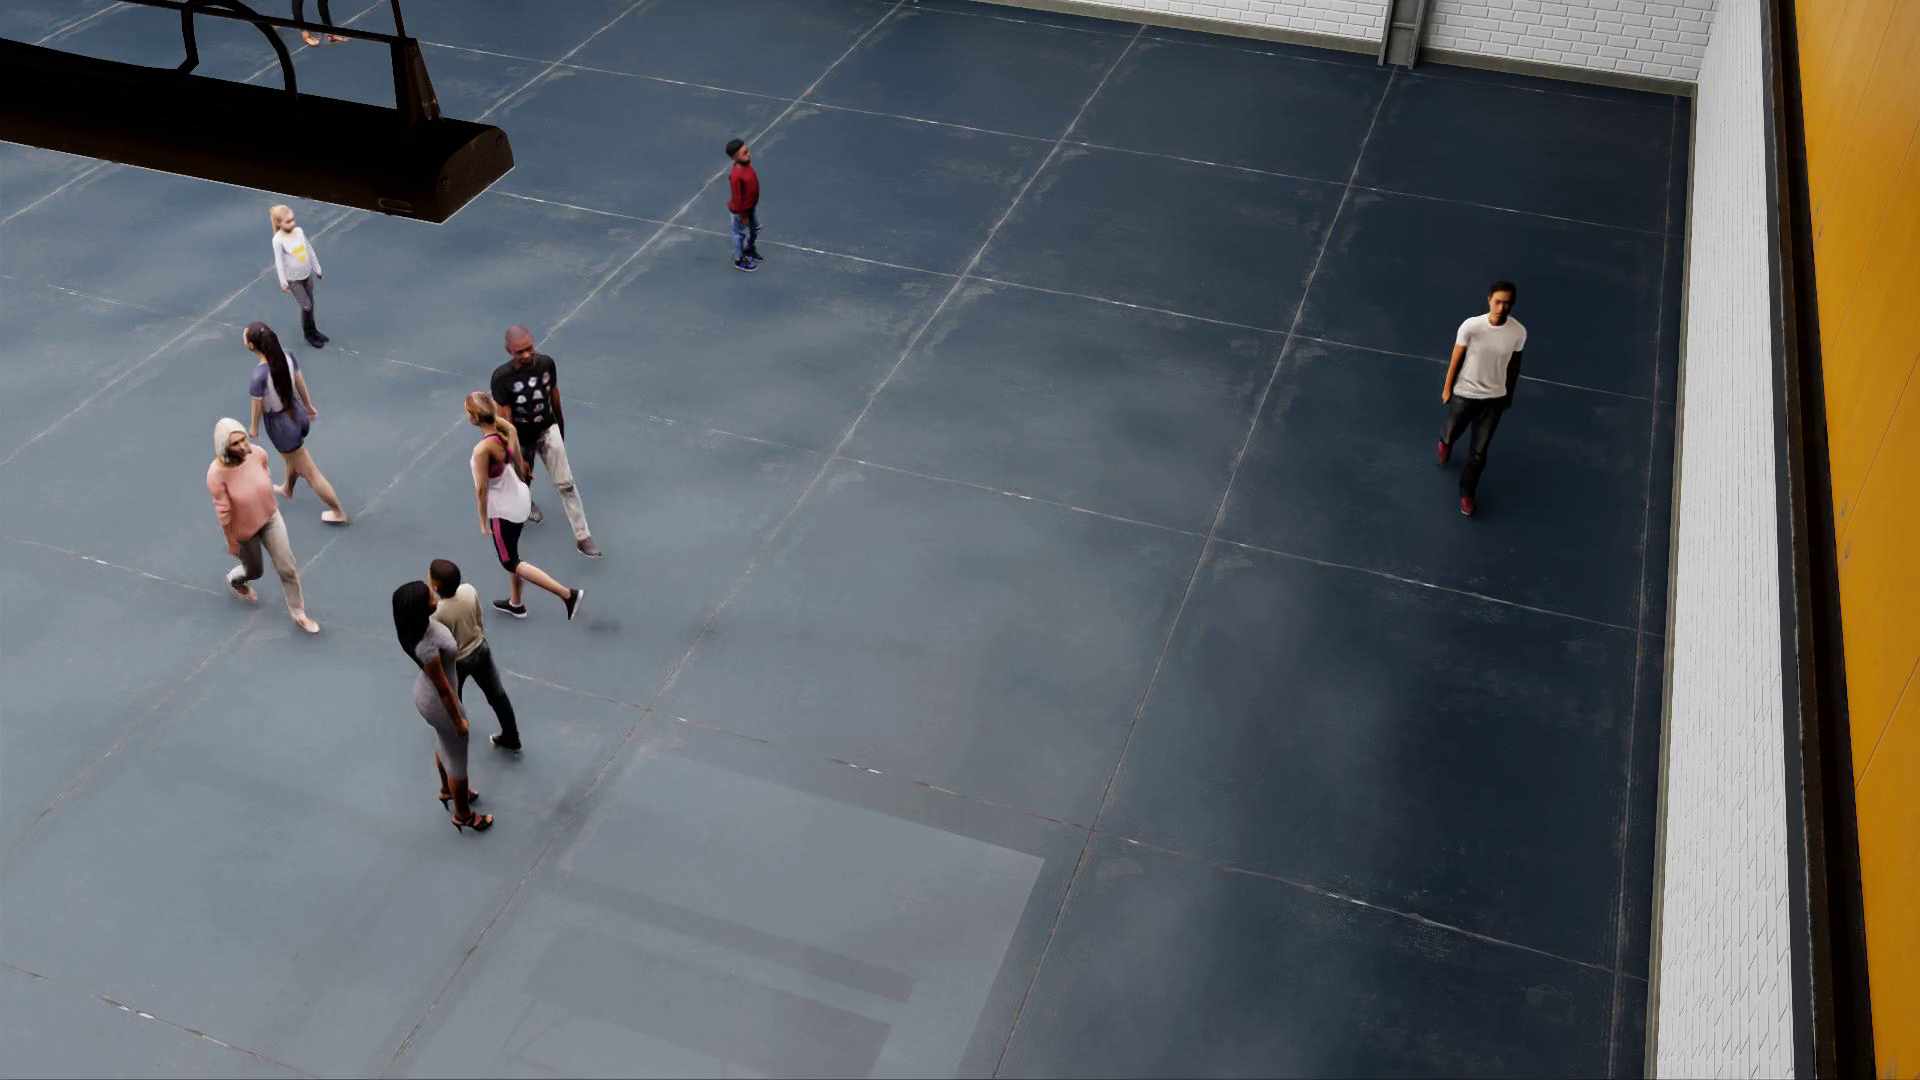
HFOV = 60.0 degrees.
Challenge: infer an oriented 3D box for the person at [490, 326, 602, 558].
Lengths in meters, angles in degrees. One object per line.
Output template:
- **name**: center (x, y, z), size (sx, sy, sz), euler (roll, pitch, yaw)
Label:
- **person**: center (-3.040, -0.736, 11.664), size (1.115, 1.738, 1.334), euler (-25, 45, -28)

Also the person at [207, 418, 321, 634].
- **person**: center (-4.693, -0.127, 10.935), size (1.078, 1.694, 0.763), euler (22, 43, 25)

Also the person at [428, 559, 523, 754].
- **person**: center (-2.934, 0.740, 10.061), size (1.043, 1.431, 0.741), euler (24, 44, 27)

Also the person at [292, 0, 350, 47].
- **person**: center (-7.569, -6.482, 18.800), size (0.828, 1.811, 0.690), euler (16, 41, 19)

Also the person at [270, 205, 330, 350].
- **person**: center (-5.578, -2.225, 13.902), size (0.543, 1.271, 0.532), euler (18, 42, 21)

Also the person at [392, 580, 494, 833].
- **person**: center (-2.977, 0.959, 9.510), size (0.724, 1.777, 0.645), euler (-21, 43, -24)

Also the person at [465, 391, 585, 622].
- **person**: center (-2.889, -0.159, 10.922), size (0.950, 1.760, 0.653), euler (9, 40, 11)

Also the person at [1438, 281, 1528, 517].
- **person**: center (3.764, -1.108, 12.092), size (1.012, 1.785, 0.835), euler (5, 39, 7)

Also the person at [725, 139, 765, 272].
- **person**: center (-2.002, -3.001, 14.891), size (0.486, 1.249, 0.499), euler (11, 40, 14)

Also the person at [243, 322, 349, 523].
- **person**: center (-4.691, -0.786, 11.825), size (0.995, 1.615, 0.673), euler (8, 39, 10)
